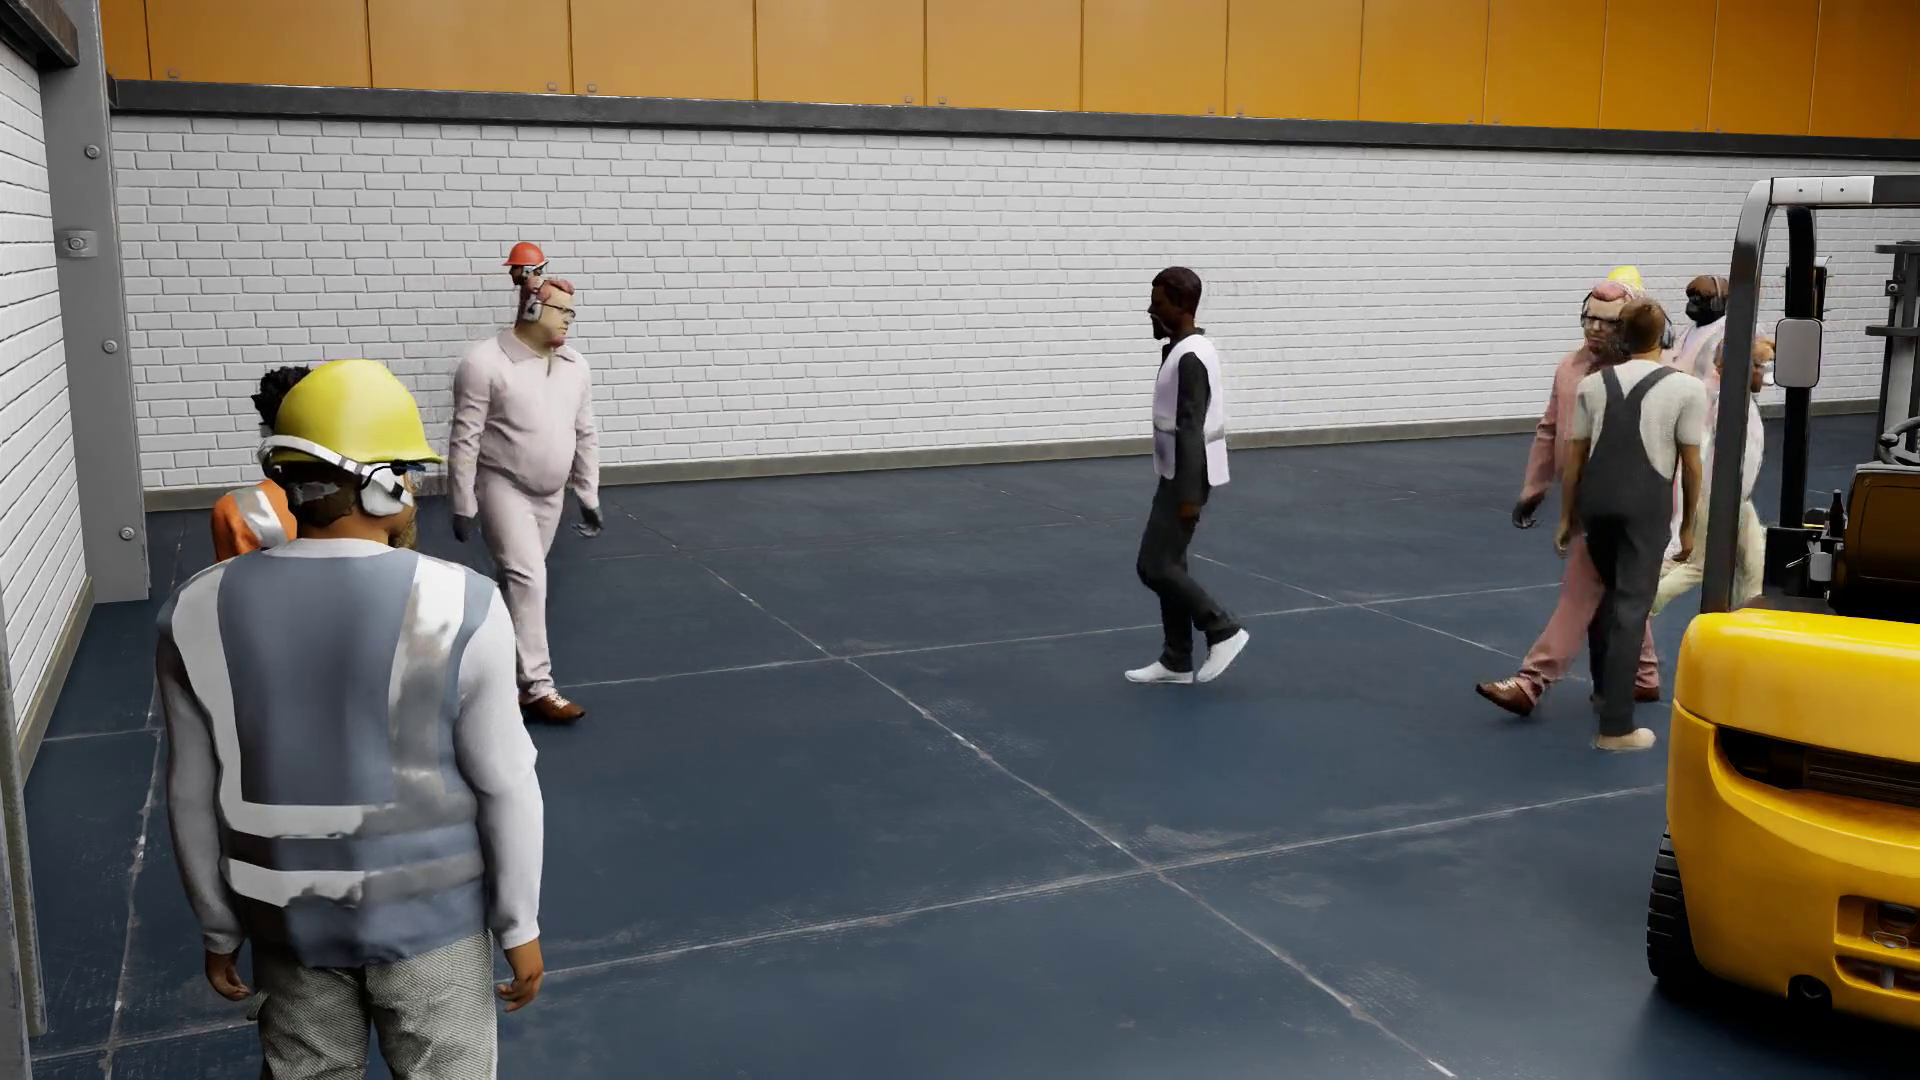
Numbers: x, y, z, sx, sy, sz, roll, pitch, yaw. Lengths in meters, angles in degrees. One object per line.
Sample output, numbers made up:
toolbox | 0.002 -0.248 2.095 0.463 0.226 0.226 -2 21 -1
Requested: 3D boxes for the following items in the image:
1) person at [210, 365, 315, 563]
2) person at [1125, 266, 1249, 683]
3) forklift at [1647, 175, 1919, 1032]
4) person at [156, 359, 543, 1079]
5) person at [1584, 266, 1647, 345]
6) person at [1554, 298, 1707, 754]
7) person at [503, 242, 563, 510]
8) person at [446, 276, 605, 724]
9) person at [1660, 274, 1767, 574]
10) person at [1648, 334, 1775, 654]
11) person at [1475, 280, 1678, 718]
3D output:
person | -1.724 0.381 4.483 0.321 1.690 0.527 8 13 38
person | 0.995 -0.265 7.445 0.465 1.899 0.612 1 10 3
forklift | 2.810 0.094 4.662 1.214 2.155 2.313 7 12 34
person | -0.991 0.614 2.806 0.601 1.824 0.403 0 10 1
person | 4.753 -1.072 12.107 0.593 1.825 0.403 -9 13 -40
person | 2.718 -0.079 6.776 0.834 1.779 0.538 -10 14 -43
person | -3.156 -1.201 12.346 0.391 1.995 0.613 -3 11 -14
person | -1.793 -0.171 7.040 0.805 1.863 0.677 6 12 30
person | 4.554 -0.692 10.048 0.851 1.821 0.639 0 10 -2
person | 3.559 -0.178 7.864 0.805 1.604 0.507 6 12 31
person | 2.628 -0.162 7.015 1.015 1.842 0.663 -3 11 -15
